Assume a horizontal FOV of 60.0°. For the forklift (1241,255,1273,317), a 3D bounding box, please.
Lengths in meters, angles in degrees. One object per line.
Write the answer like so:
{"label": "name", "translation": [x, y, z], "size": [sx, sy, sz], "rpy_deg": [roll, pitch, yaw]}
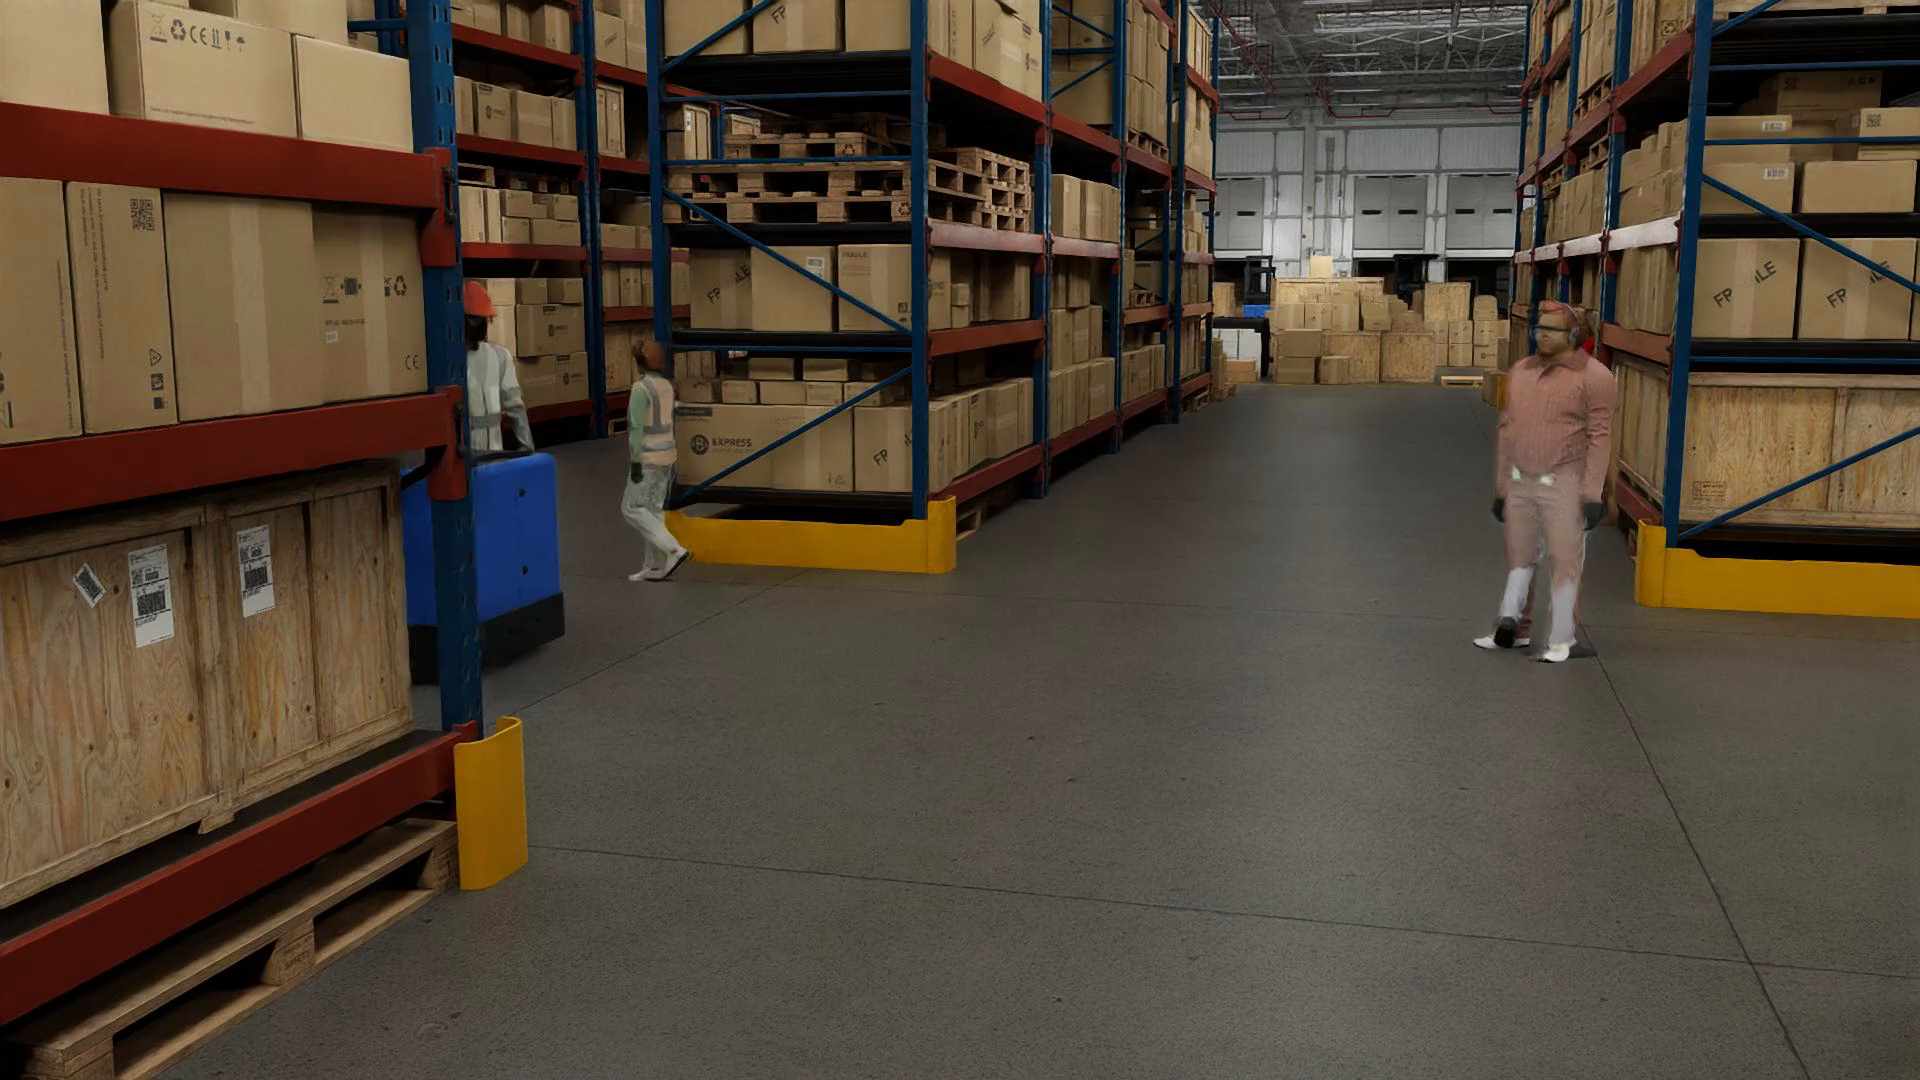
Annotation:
{"label": "forklift", "translation": [10.551, -8.662, 58.805], "size": [1.129, 2.768, 1.873], "rpy_deg": [2, 9, 15]}

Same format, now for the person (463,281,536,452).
{"label": "person", "translation": [-2.668, -0.439, 9.354], "size": [1.012, 1.998, 0.630], "rpy_deg": [6, 11, 33]}

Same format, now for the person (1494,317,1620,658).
{"label": "person", "translation": [3.151, -0.270, 8.836], "size": [0.533, 1.829, 0.674], "rpy_deg": [-7, 11, -37]}

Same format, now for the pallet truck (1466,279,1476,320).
{"label": "pallet truck", "translation": [18.896, -8.459, 60.307], "size": [1.885, 1.965, 0.823], "rpy_deg": [5, 10, 31]}

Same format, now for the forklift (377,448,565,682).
{"label": "forklift", "translation": [-3.175, -0.774, 8.693], "size": [1.873, 2.768, 1.129], "rpy_deg": [2, 9, 15]}

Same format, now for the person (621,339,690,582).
{"label": "person", "translation": [-2.025, -0.515, 11.009], "size": [0.406, 1.621, 0.529], "rpy_deg": [2, 9, 13]}

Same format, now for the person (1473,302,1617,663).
{"label": "person", "translation": [3.089, -0.300, 8.829], "size": [0.405, 1.899, 0.723], "rpy_deg": [-7, 11, -36]}

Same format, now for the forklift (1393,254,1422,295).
{"label": "forklift", "translation": [14.750, -8.054, 54.939], "size": [1.129, 2.768, 1.873], "rpy_deg": [-2, 9, -13]}
